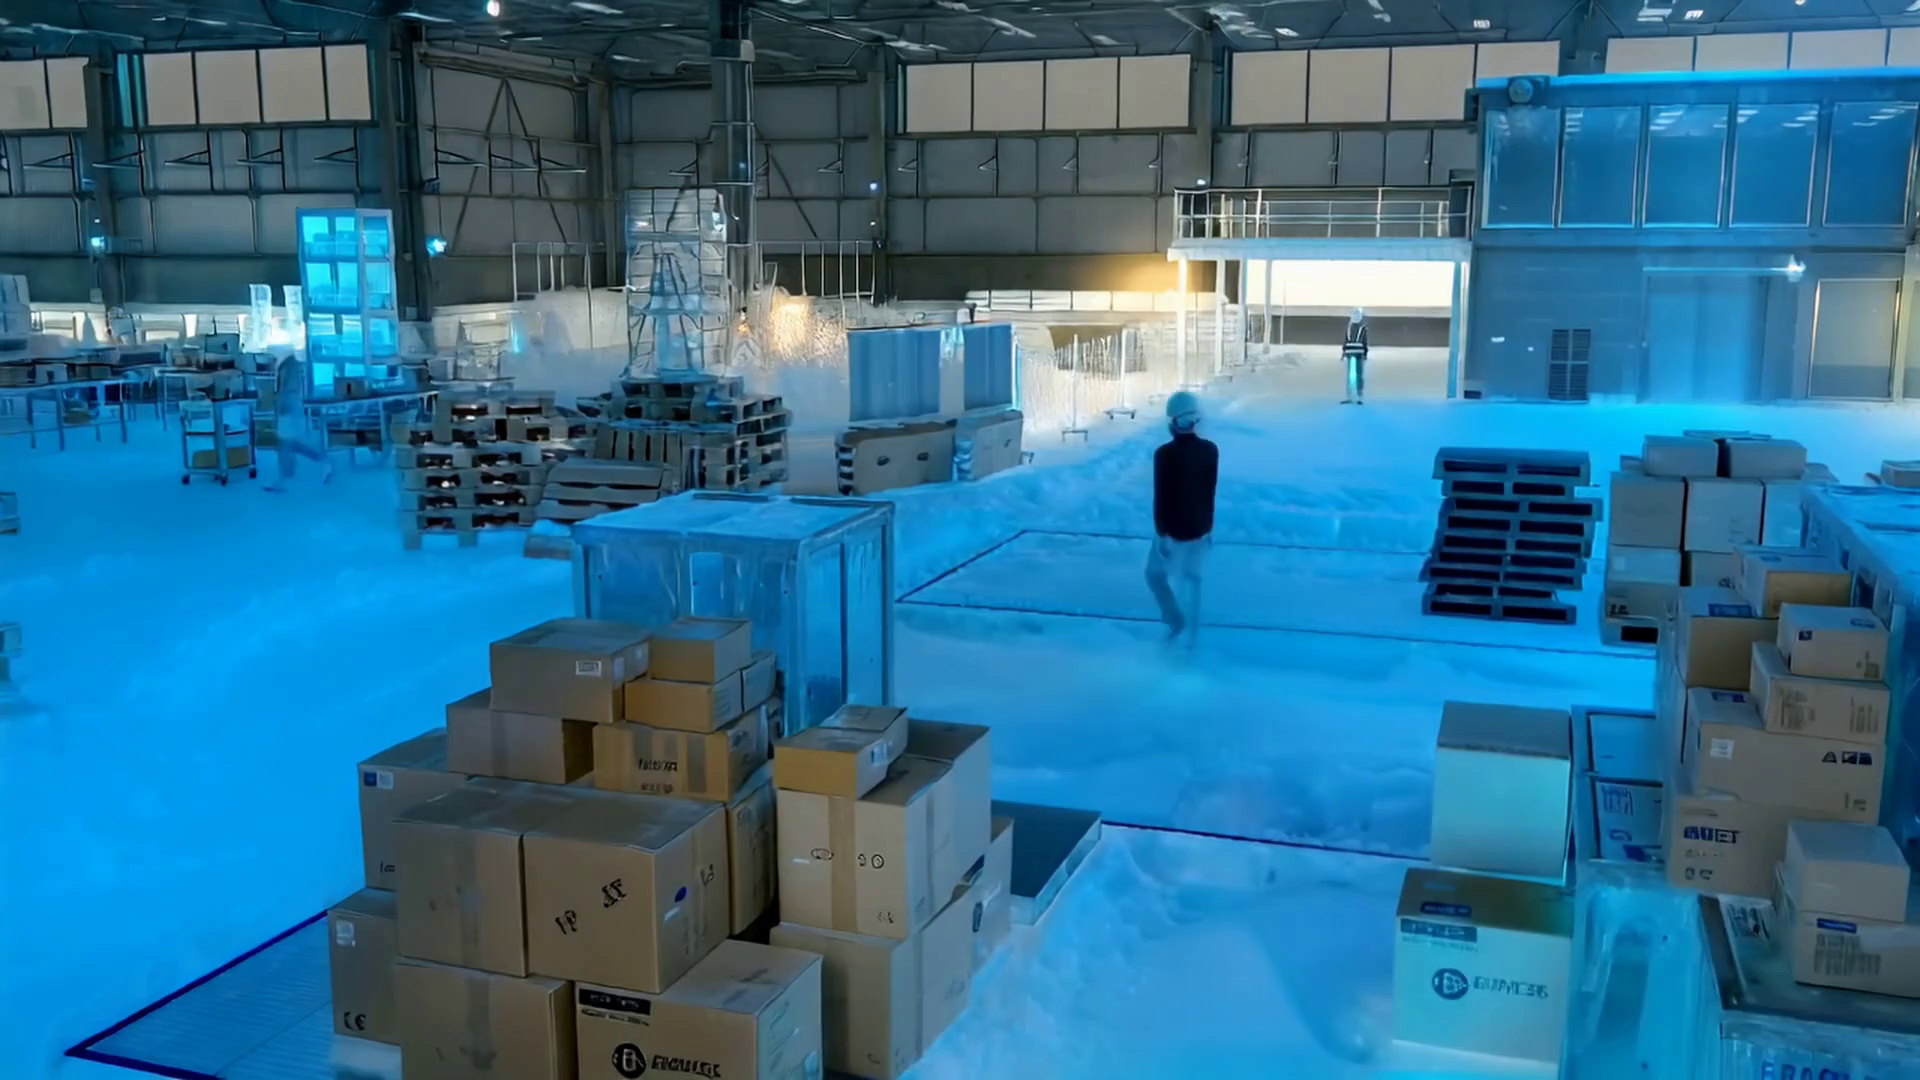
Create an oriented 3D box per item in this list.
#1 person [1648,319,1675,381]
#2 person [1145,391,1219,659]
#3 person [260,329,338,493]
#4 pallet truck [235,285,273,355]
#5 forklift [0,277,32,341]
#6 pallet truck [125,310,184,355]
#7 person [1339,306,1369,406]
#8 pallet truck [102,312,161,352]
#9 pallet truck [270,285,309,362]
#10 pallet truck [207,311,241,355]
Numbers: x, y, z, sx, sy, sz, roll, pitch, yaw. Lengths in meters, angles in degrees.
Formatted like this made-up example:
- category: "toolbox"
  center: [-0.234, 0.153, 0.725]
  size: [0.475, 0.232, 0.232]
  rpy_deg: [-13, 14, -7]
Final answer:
- category: "person"
  center: [14.708, -4.062, 34.789]
  size: [0.936, 1.872, 0.658]
  rpy_deg: [-3, 10, -15]
- category: "person"
  center: [1.621, -0.101, 12.180]
  size: [0.621, 1.978, 0.430]
  rpy_deg: [-5, 11, -28]
- category: "person"
  center: [-8.204, -1.596, 20.539]
  size: [0.893, 2.019, 0.616]
  rpy_deg: [-7, 12, -33]
- category: "pallet truck"
  center: [-18.327, -5.835, 44.421]
  size: [0.823, 1.965, 1.885]
  rpy_deg: [4, 11, 23]
- category: "forklift"
  center: [-27.151, -6.329, 46.328]
  size: [1.157, 1.987, 2.680]
  rpy_deg: [3, 11, 17]
- category: "pallet truck"
  center: [-22.038, -5.665, 45.457]
  size: [0.704, 1.261, 1.522]
  rpy_deg: [3, 11, 17]
- category: "person"
  center: [7.469, -3.478, 31.469]
  size: [0.337, 1.882, 0.583]
  rpy_deg: [-7, 12, -35]
- category: "pallet truck"
  center: [-23.057, -5.777, 46.261]
  size: [0.680, 1.201, 1.601]
  rpy_deg: [3, 11, 19]
- category: "pallet truck"
  center: [-17.147, -5.700, 43.663]
  size: [0.823, 1.965, 1.885]
  rpy_deg: [3, 11, 17]
- category: "pallet truck"
  center: [-19.537, -5.575, 44.913]
  size: [0.653, 1.274, 1.630]
  rpy_deg: [3, 11, 19]
